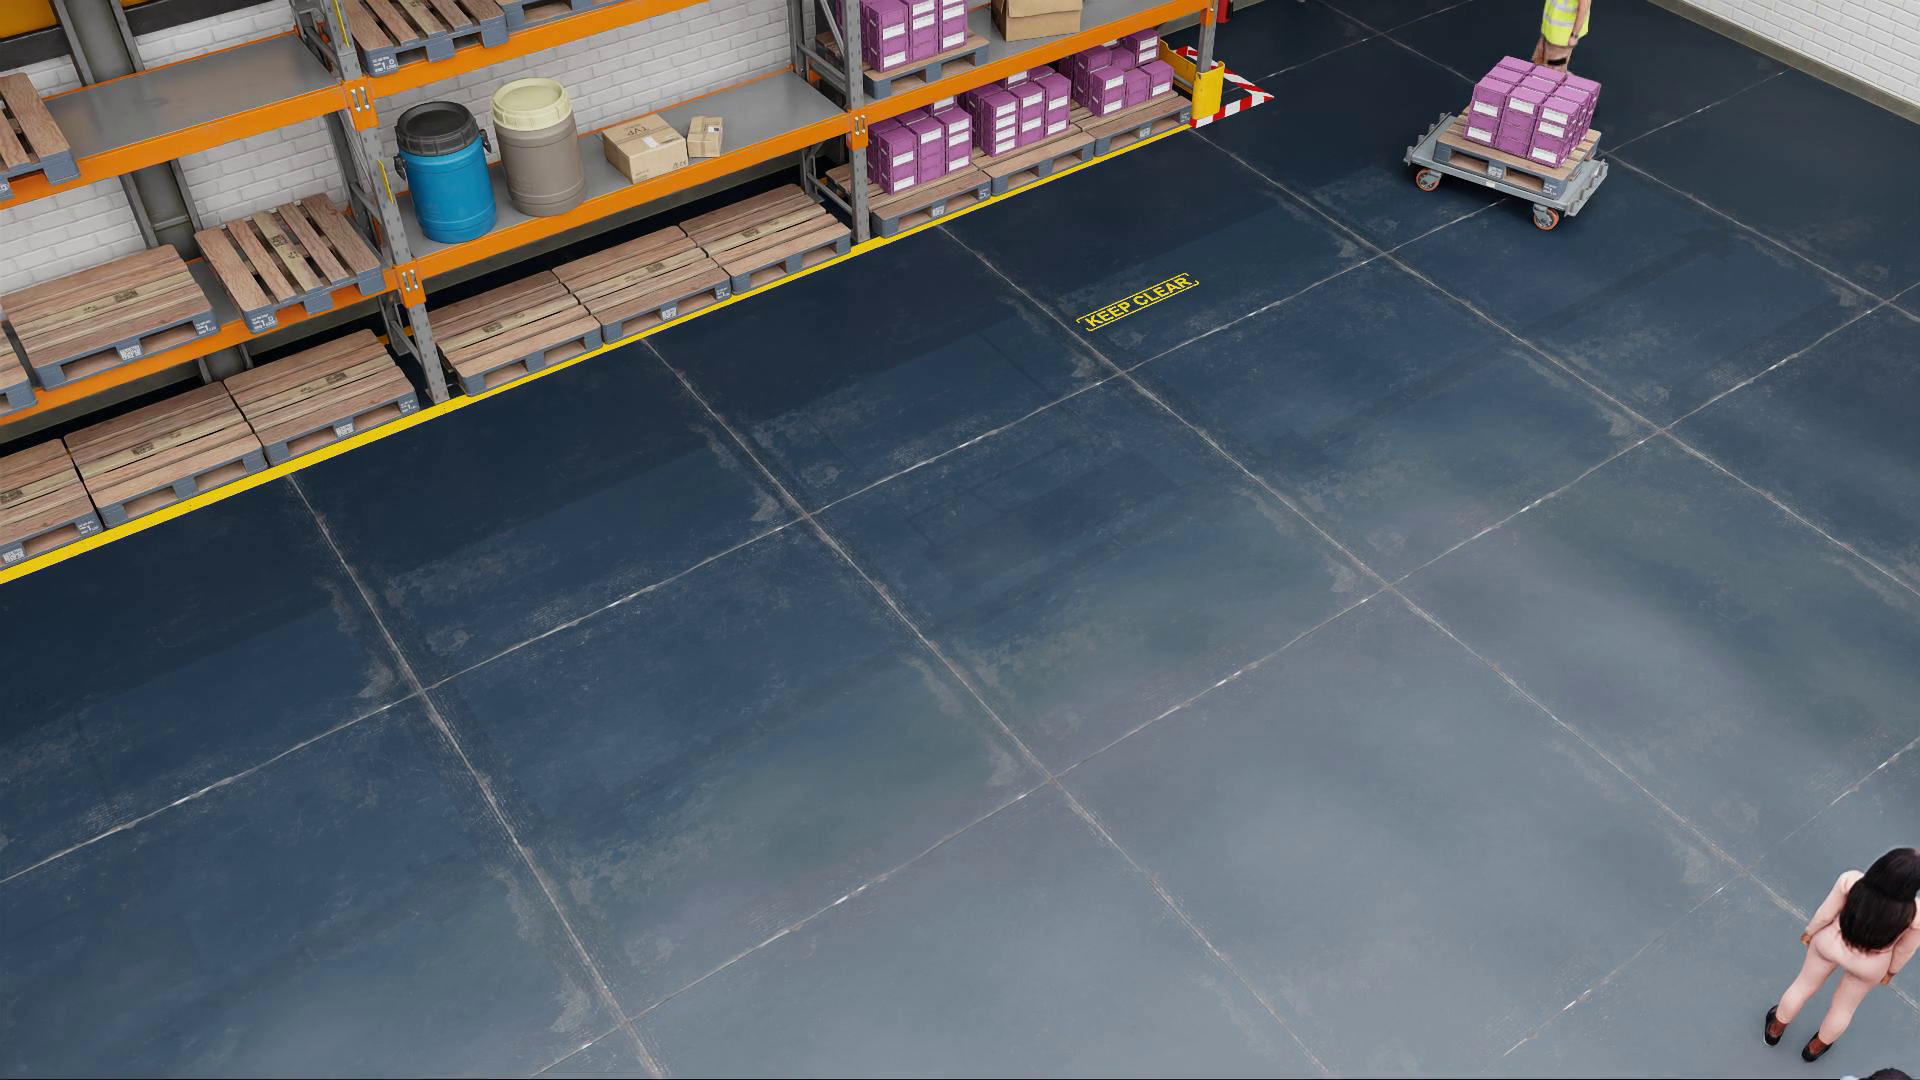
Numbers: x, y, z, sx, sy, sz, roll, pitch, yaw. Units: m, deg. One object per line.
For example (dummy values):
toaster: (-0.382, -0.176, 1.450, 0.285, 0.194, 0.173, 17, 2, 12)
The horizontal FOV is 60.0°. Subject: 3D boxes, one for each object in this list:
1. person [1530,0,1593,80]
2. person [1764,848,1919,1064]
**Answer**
person: (5.826, -4.905, 15.964, 1.108, 1.828, 0.963, -5, 44, -5)
person: (4.618, 2.151, 8.635, 0.679, 1.721, 0.641, 28, 50, 26)
